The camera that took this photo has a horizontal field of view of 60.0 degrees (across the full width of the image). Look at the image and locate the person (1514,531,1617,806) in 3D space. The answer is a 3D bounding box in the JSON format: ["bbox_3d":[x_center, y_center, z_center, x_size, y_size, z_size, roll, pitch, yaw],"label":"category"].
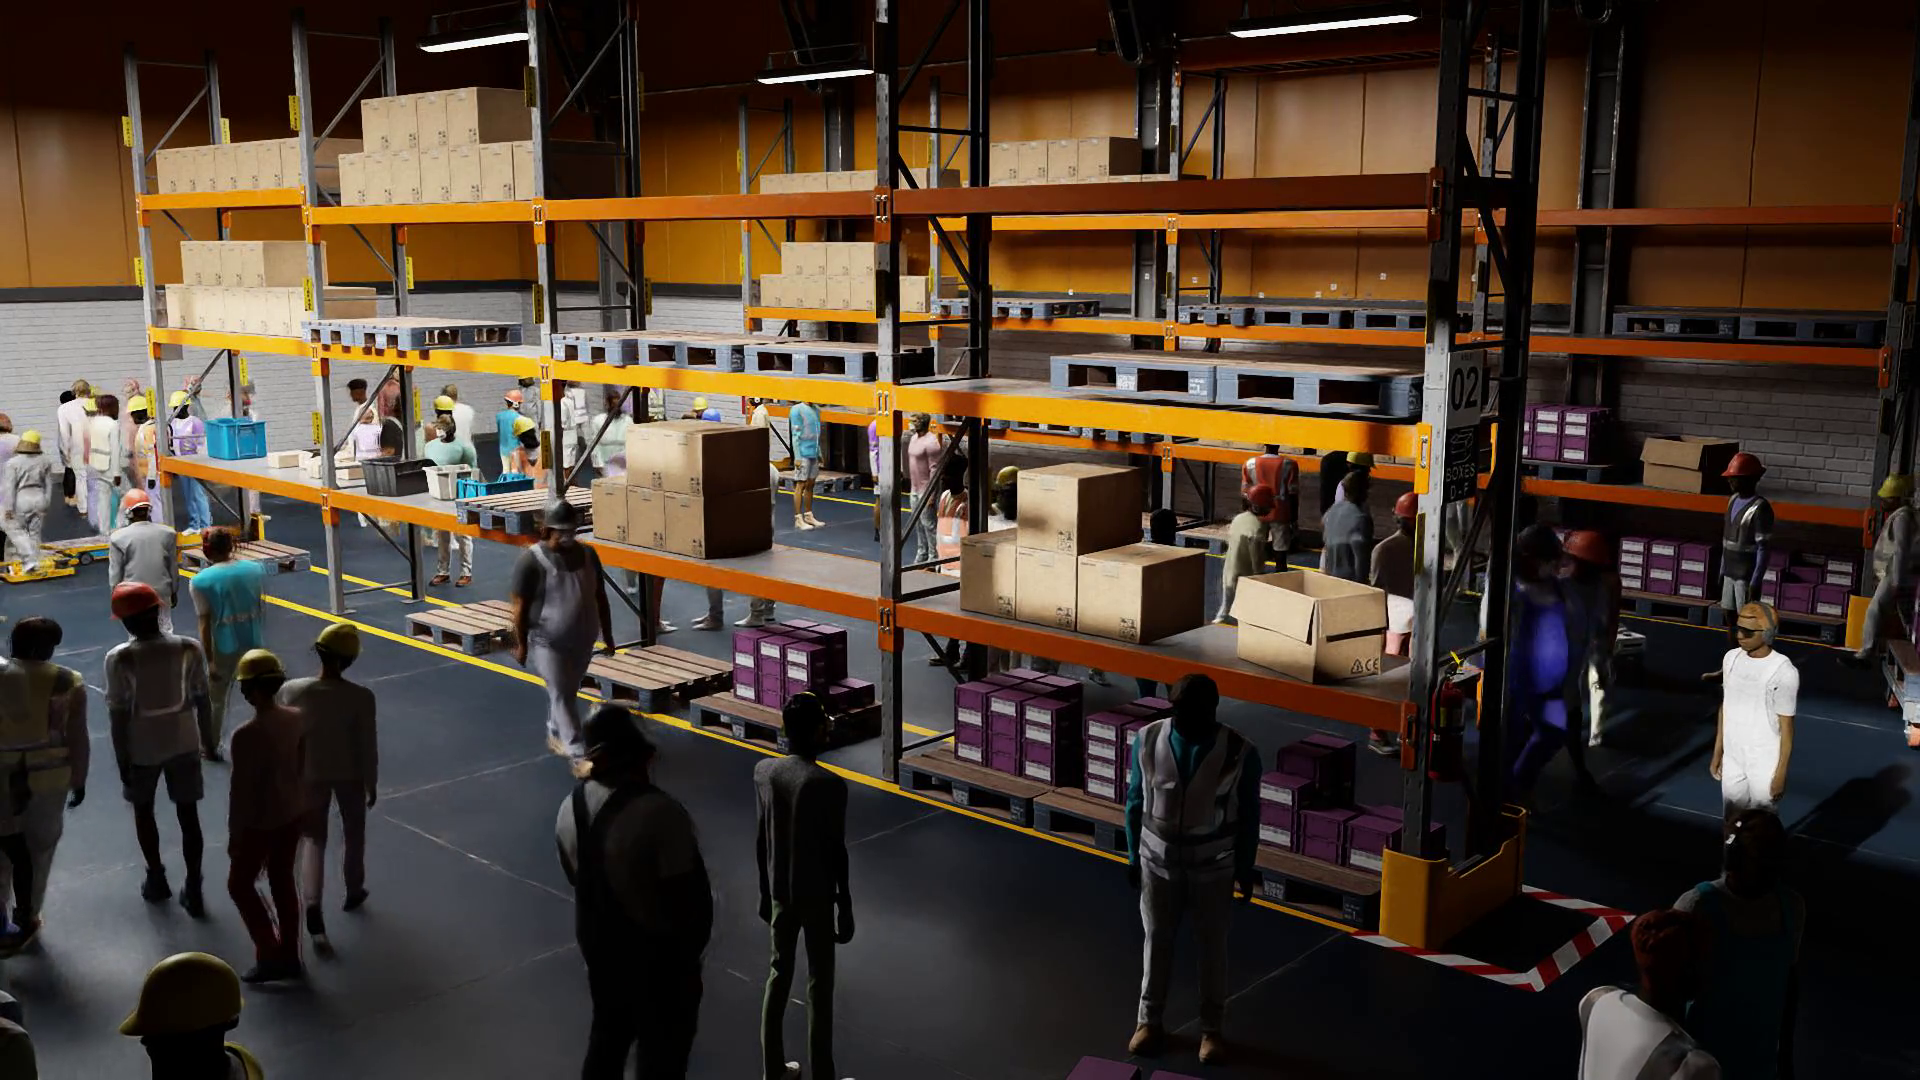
[{"bbox_3d":[4.167,0.821,11.563,0.557,1.882,1.020,-5,11,-28],"label":"person"}]

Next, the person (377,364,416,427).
[{"bbox_3d":[-9.025,-1.892,26.766,0.636,1.911,0.406,-7,12,-33],"label":"person"}]

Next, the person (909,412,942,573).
[{"bbox_3d":[-0.413,-0.544,19.054,0.377,1.940,0.629,-4,11,-23],"label":"person"}]

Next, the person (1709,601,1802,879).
[{"bbox_3d":[4.418,1.236,9.291,0.341,1.838,0.507,-3,11,-19],"label":"person"}]

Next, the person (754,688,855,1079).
[{"bbox_3d":[-0.687,1.573,7.328,0.506,1.861,0.329,6,12,30],"label":"person"}]

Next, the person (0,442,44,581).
[{"bbox_3d":[-10.882,-0.445,18.692,1.030,1.865,0.654,-2,10,-9],"label":"person"}]

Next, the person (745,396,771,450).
[{"bbox_3d":[-2.955,-1.387,24.381,0.354,1.738,0.577,-1,10,-7],"label":"person"}]

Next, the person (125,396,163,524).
[{"bbox_3d":[-10.200,-0.853,20.888,0.399,1.912,0.592,-7,12,-33],"label":"person"}]

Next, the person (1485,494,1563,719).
[{"bbox_3d":[4.460,0.535,13.273,0.431,1.835,0.623,-9,13,-40],"label":"person"}]

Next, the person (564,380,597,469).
[{"bbox_3d":[-6.526,-1.994,28.232,0.824,1.590,0.598,7,12,36],"label":"person"}]

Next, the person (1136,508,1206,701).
[{"bbox_3d":[1.458,0.714,11.997,0.596,1.918,0.379,5,11,24],"label":"person"}]

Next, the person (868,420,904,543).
[{"bbox_3d":[-0.912,-0.916,21.206,0.393,1.927,0.549,9,13,40],"label":"person"}]

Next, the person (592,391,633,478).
[{"bbox_3d":[-4.543,-1.021,21.919,0.594,1.886,0.864,-6,12,-30],"label":"person"}]

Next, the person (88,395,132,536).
[{"bbox_3d":[-10.795,-0.903,21.198,0.601,1.895,0.575,6,12,31],"label":"person"}]

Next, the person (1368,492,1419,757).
[{"bbox_3d":[3.310,0.619,12.359,0.620,1.986,0.408,-6,12,-30],"label":"person"}]

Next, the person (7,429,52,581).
[{"bbox_3d":[-10.500,-0.388,18.788,0.370,1.709,0.524,8,13,38],"label":"person"}]

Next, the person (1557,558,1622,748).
[{"bbox_3d":[4.733,0.754,12.609,0.509,1.628,0.279,9,14,42],"label":"person"}]

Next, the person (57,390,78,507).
[{"bbox_3d":[-12.952,-1.333,24.221,0.319,1.691,0.536,-8,13,-40],"label":"person"}]

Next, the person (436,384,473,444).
[{"bbox_3d":[-6.847,-1.150,22.519,0.444,1.927,0.637,7,12,33],"label":"person"}]

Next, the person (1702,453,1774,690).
[{"bbox_3d":[6.612,0.275,14.128,0.393,2.041,0.613,0,10,-2],"label":"person"}]

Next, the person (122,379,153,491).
[{"bbox_3d":[-11.833,-1.380,23.970,0.419,1.881,0.743,-1,10,-7],"label":"person"}]

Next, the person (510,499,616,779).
[{"bbox_3d":[-2.821,0.651,12.012,1.032,2.000,0.696,9,13,41],"label":"person"}]

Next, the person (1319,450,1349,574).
[{"bbox_3d":[4.018,-0.283,17.427,0.622,1.990,0.402,-7,13,-36],"label":"person"}]

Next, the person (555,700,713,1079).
[{"bbox_3d":[-1.254,1.599,6.648,0.772,2.000,0.534,9,13,41],"label":"person"}]

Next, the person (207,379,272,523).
[{"bbox_3d":[-9.952,-1.237,22.685,0.845,2.000,0.705,0,10,2],"label":"person"}]

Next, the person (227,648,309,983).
[{"bbox_3d":[-3.545,1.418,8.488,0.374,1.748,0.545,3,10,17],"label":"person"}]

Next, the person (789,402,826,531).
[{"bbox_3d":[-2.008,-1.144,22.179,0.392,2.034,0.605,5,11,28],"label":"person"}]

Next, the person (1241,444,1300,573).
[{"bbox_3d":[3.217,-0.236,17.234,0.603,1.966,0.368,4,11,20],"label":"person"}]

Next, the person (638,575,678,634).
[{"bbox_3d":[-3.003,-0.028,16.234,0.401,1.909,0.599,-6,12,-31],"label":"person"}]

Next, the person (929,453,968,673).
[{"bbox_3d":[-0.035,0.195,14.795,0.361,1.964,0.614,-6,12,-31],"label":"person"}]

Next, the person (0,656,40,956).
[{"bbox_3d":[-5.223,1.247,8.870,0.608,1.958,0.385,2,10,12],"label":"person"}]

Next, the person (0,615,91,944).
[{"bbox_3d":[-5.019,1.307,8.967,0.654,1.803,0.546,-4,11,-22],"label":"person"}]
